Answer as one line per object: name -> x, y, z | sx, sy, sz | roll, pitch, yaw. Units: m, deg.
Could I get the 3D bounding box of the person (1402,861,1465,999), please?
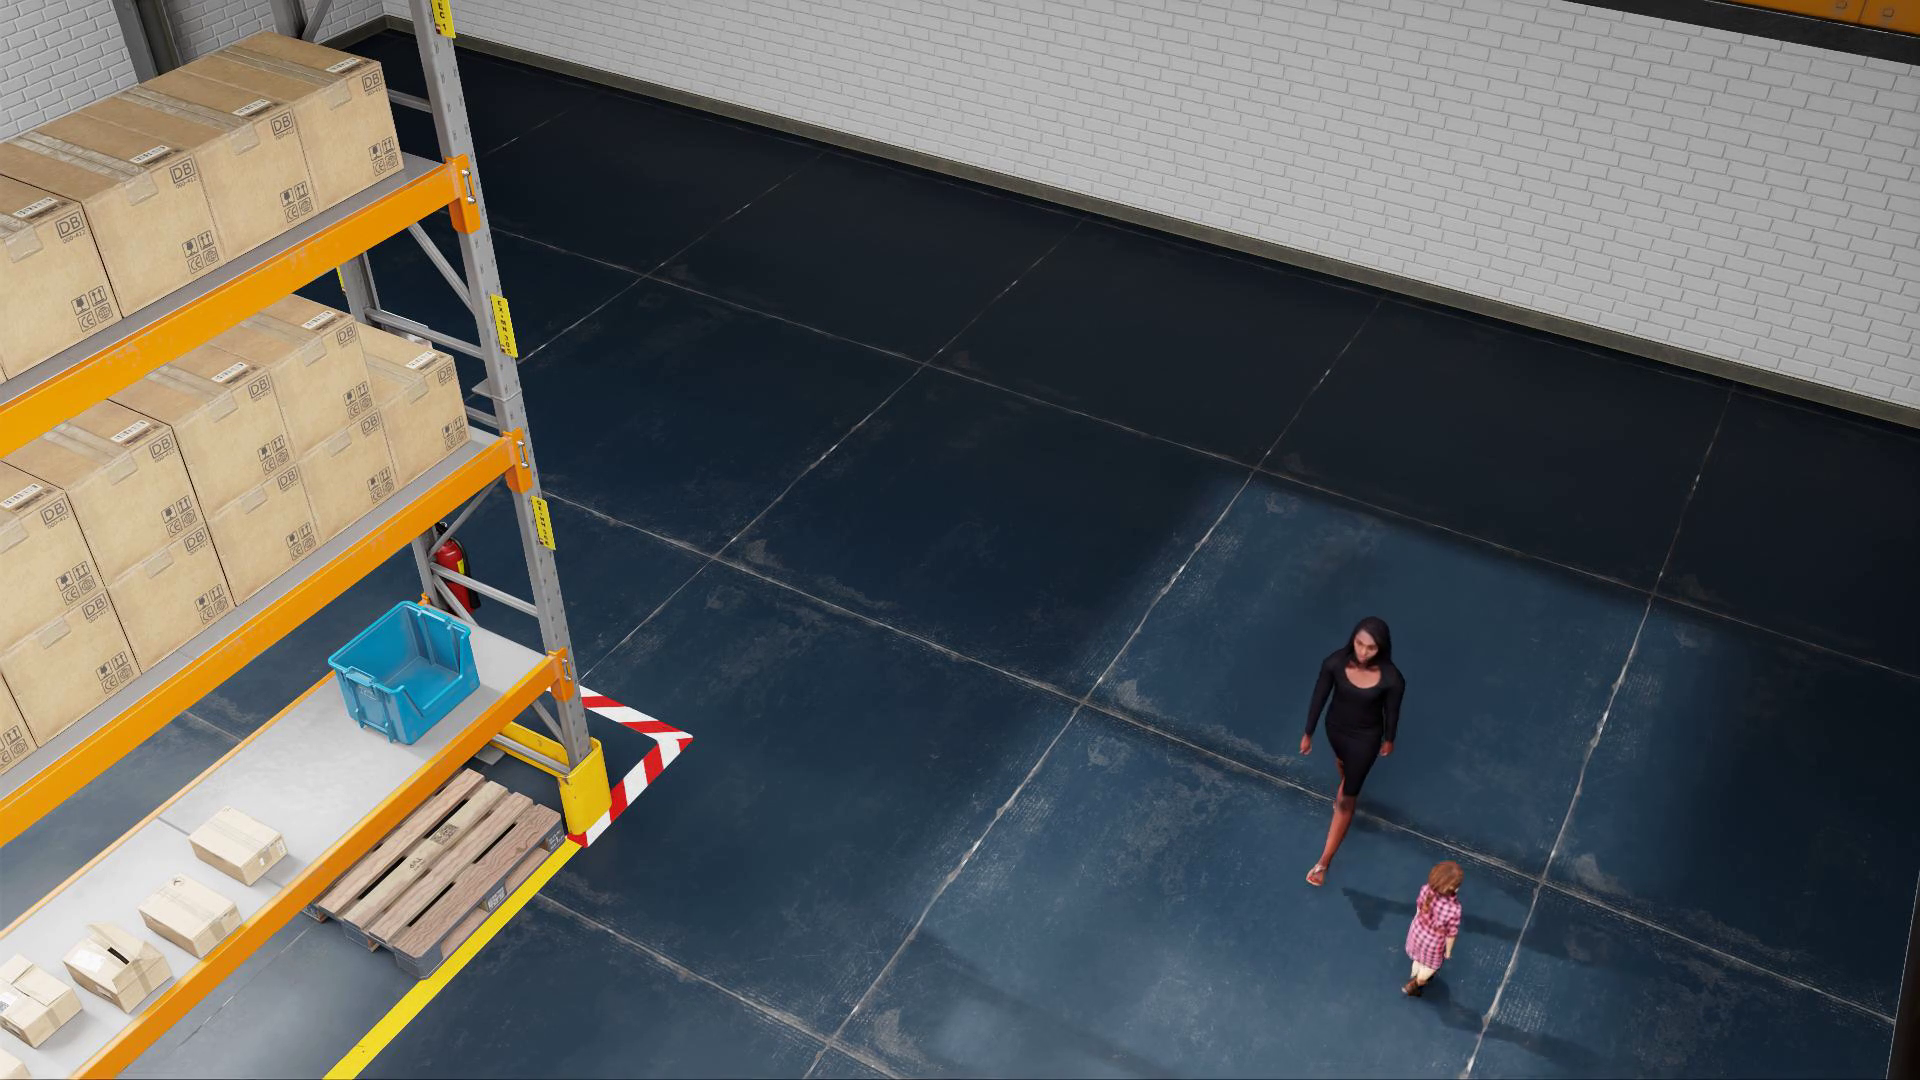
person -> 2.474, 2.086, 8.802 | 0.565, 1.018, 0.505 | -27, 46, -30

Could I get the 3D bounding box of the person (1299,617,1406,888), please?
person -> 2.270, 1.075, 9.549 | 0.621, 1.667, 1.162 | 20, 43, 23
